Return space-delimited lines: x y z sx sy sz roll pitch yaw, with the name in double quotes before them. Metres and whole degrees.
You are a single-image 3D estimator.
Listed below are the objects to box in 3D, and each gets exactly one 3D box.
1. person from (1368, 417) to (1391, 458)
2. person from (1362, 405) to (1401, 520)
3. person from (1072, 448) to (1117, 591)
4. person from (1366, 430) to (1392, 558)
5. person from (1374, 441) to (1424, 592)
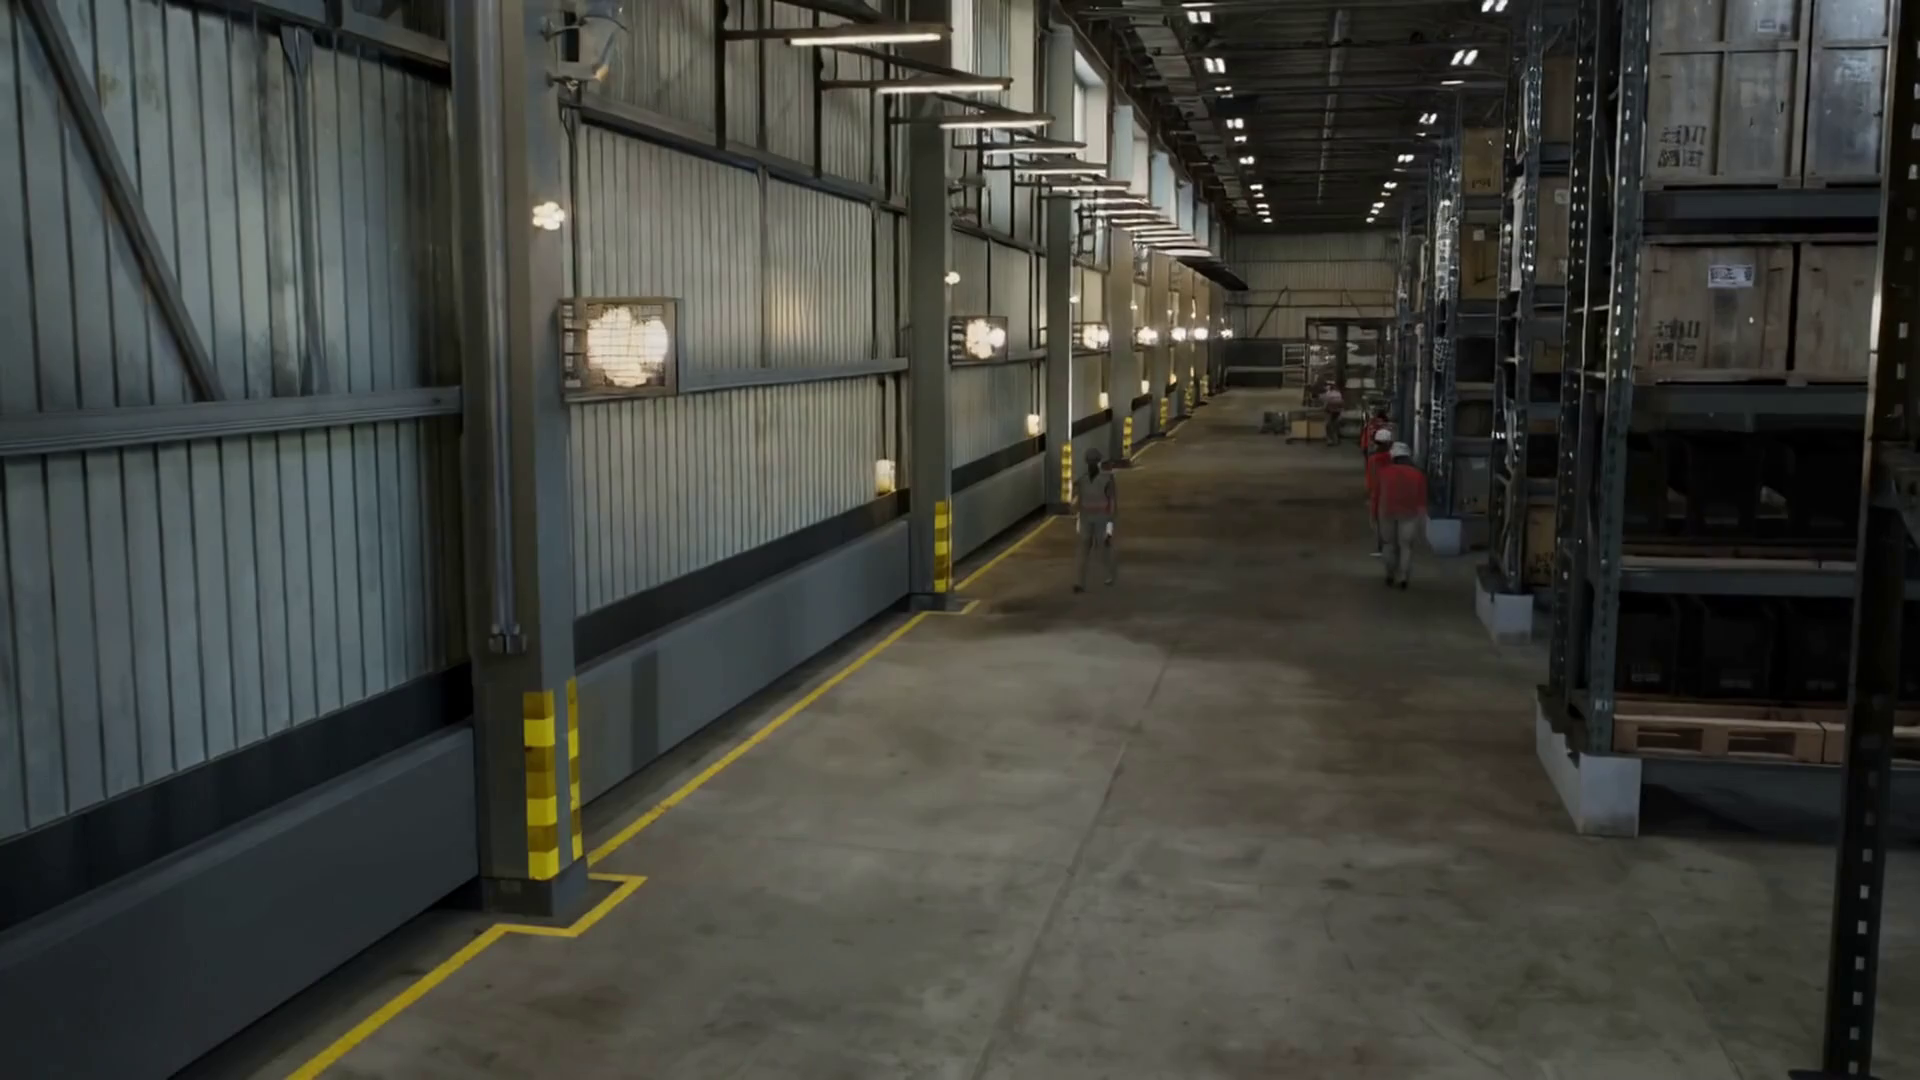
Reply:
"person" 7.244 -1.315 28.494 0.498 1.716 0.667 2 7 14
"person" 6.823 -1.223 26.937 0.623 1.930 0.463 2 7 13
"person" 1.663 -0.267 20.182 0.577 1.716 0.874 4 8 31
"person" 5.794 -0.630 22.864 0.534 1.765 0.323 -7 10 -43
"person" 5.283 -0.288 20.043 0.582 1.797 0.933 2 7 15
